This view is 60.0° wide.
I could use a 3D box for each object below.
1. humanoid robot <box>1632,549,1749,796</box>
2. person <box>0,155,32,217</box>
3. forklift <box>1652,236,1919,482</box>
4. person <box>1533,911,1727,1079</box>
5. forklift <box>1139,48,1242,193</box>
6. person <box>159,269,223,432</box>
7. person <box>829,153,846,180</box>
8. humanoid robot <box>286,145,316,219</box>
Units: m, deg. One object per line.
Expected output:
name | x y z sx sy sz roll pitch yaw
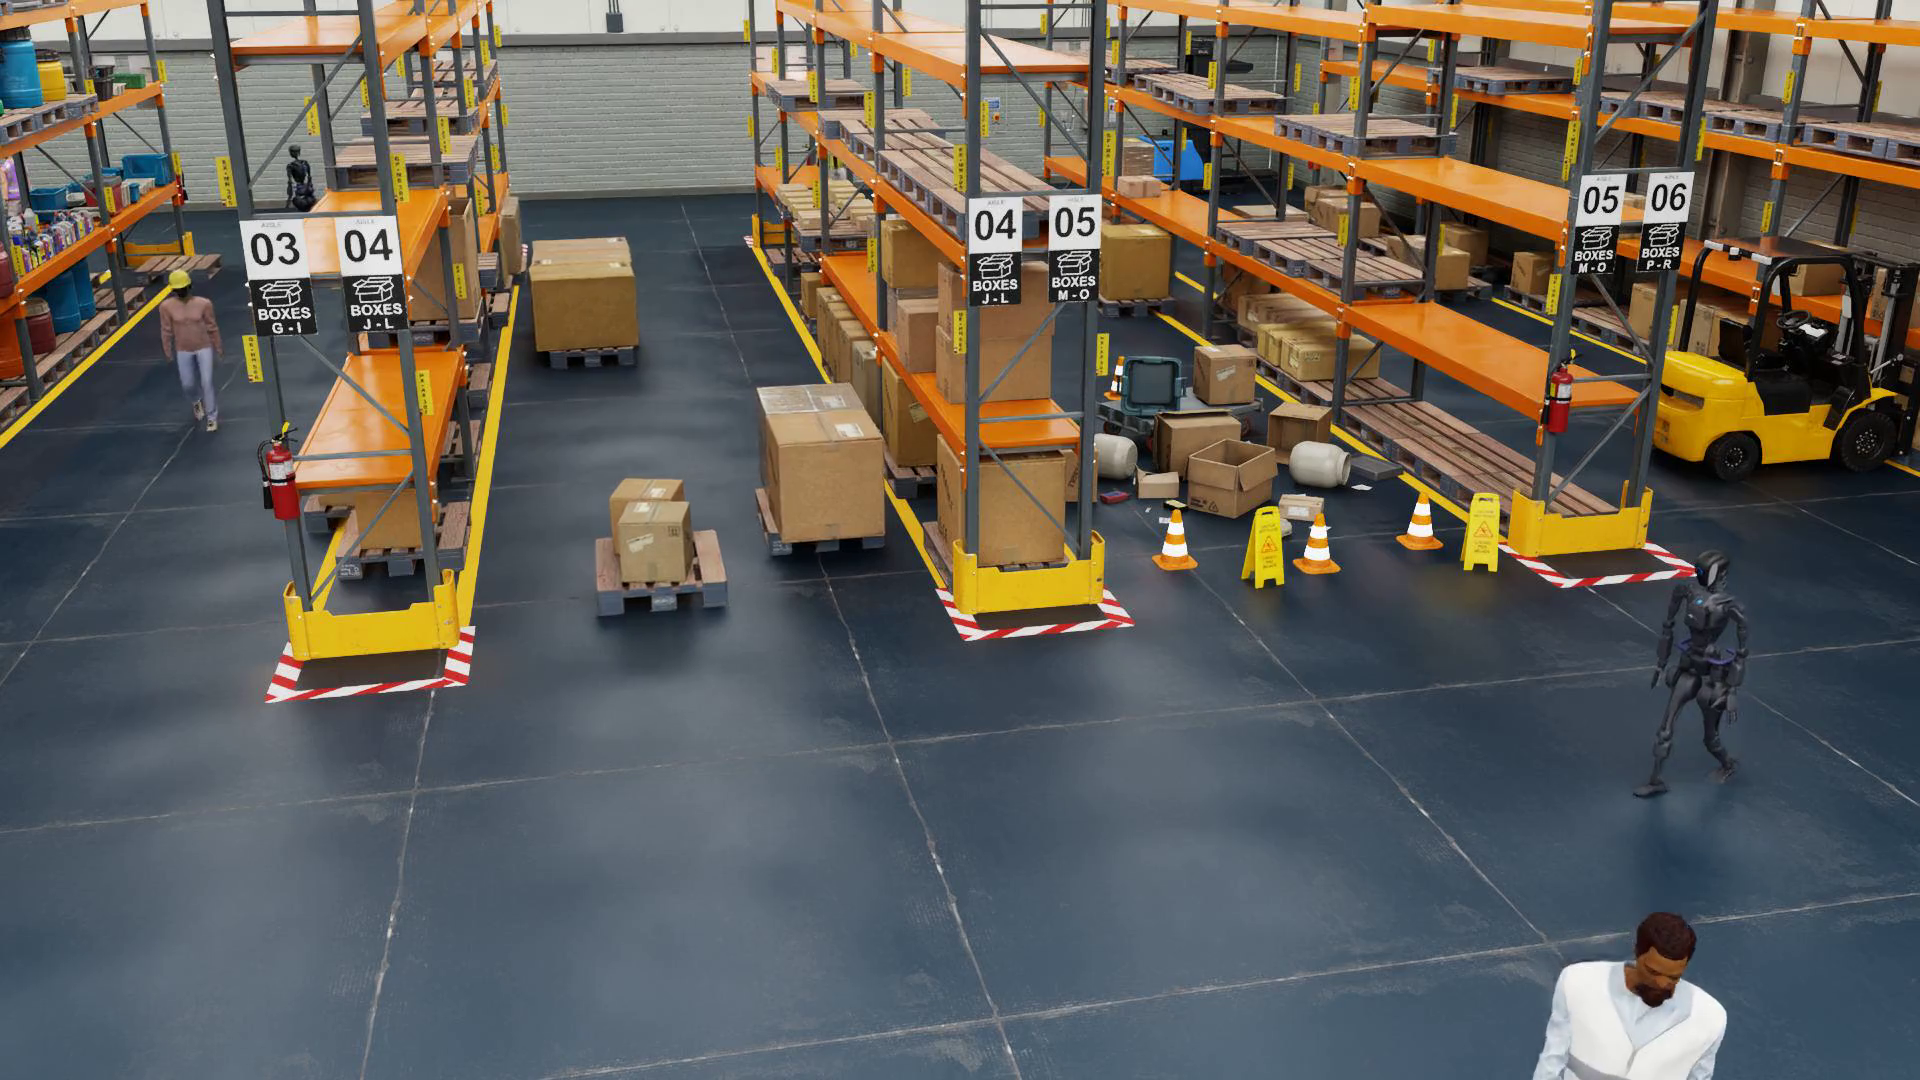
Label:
humanoid robot | 4.537 0.800 10.100 0.723 1.646 0.609 -12 23 -29
person | -15.369 -5.565 27.153 0.348 1.688 0.492 11 23 27
forklift | 8.013 -1.814 16.330 2.313 2.155 1.214 -4 21 -12
person | 2.423 2.130 6.160 0.622 1.880 0.849 8 22 21
forklift | 4.566 -8.313 32.860 1.873 2.768 1.129 -4 21 -12
person | -8.067 -2.014 17.497 0.564 1.742 0.526 -7 21 -18
person | -2.190 -6.954 30.938 0.866 1.650 0.534 -2 20 -5
humanoid robot | -10.871 -5.735 27.636 0.582 1.637 0.589 7 22 18
